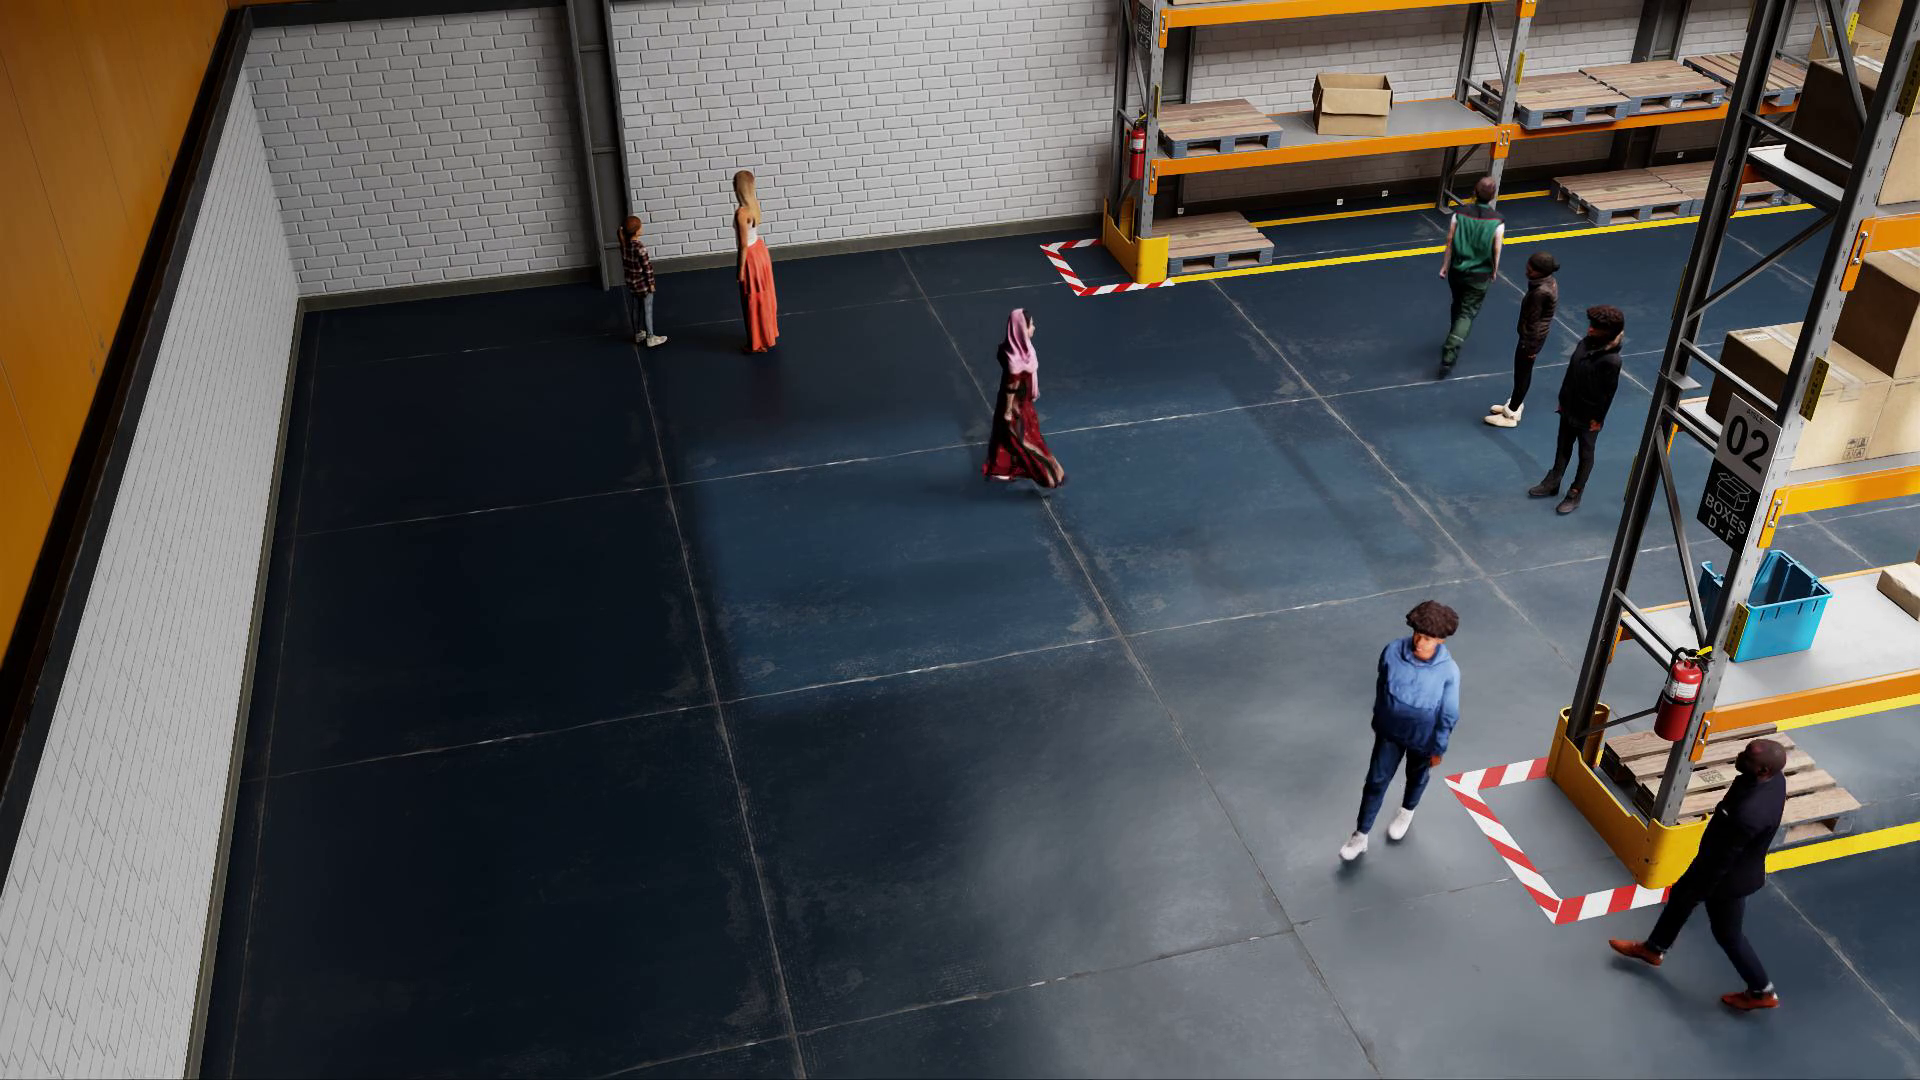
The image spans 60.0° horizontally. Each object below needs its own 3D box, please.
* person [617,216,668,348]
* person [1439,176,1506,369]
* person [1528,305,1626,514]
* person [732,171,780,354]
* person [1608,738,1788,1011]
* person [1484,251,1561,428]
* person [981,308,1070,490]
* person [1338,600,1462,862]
[{"bbox_3d":[-3.074,-2.486,15.924,0.622,1.306,0.666,25,41,33],"label":"person"},{"bbox_3d":[4.708,-2.448,15.416,1.121,1.805,1.213,20,38,27],"label":"person"},{"bbox_3d":[5.023,-1.081,13.382,0.669,1.781,0.677,-16,37,-23],"label":"person"},{"bbox_3d":[-1.957,-2.623,15.683,0.741,1.802,0.726,7,34,10],"label":"person"},{"bbox_3d":[4.230,1.845,8.979,1.250,1.782,1.167,16,37,23],"label":"person"},{"bbox_3d":[4.986,-1.749,14.501,0.702,1.654,0.761,-5,34,-7],"label":"person"},{"bbox_3d":[0.381,-1.154,13.623,1.095,1.636,0.916,5,34,8],"label":"person"},{"bbox_3d":[2.775,1.091,10.108,1.014,1.787,1.093,21,39,28],"label":"person"}]
